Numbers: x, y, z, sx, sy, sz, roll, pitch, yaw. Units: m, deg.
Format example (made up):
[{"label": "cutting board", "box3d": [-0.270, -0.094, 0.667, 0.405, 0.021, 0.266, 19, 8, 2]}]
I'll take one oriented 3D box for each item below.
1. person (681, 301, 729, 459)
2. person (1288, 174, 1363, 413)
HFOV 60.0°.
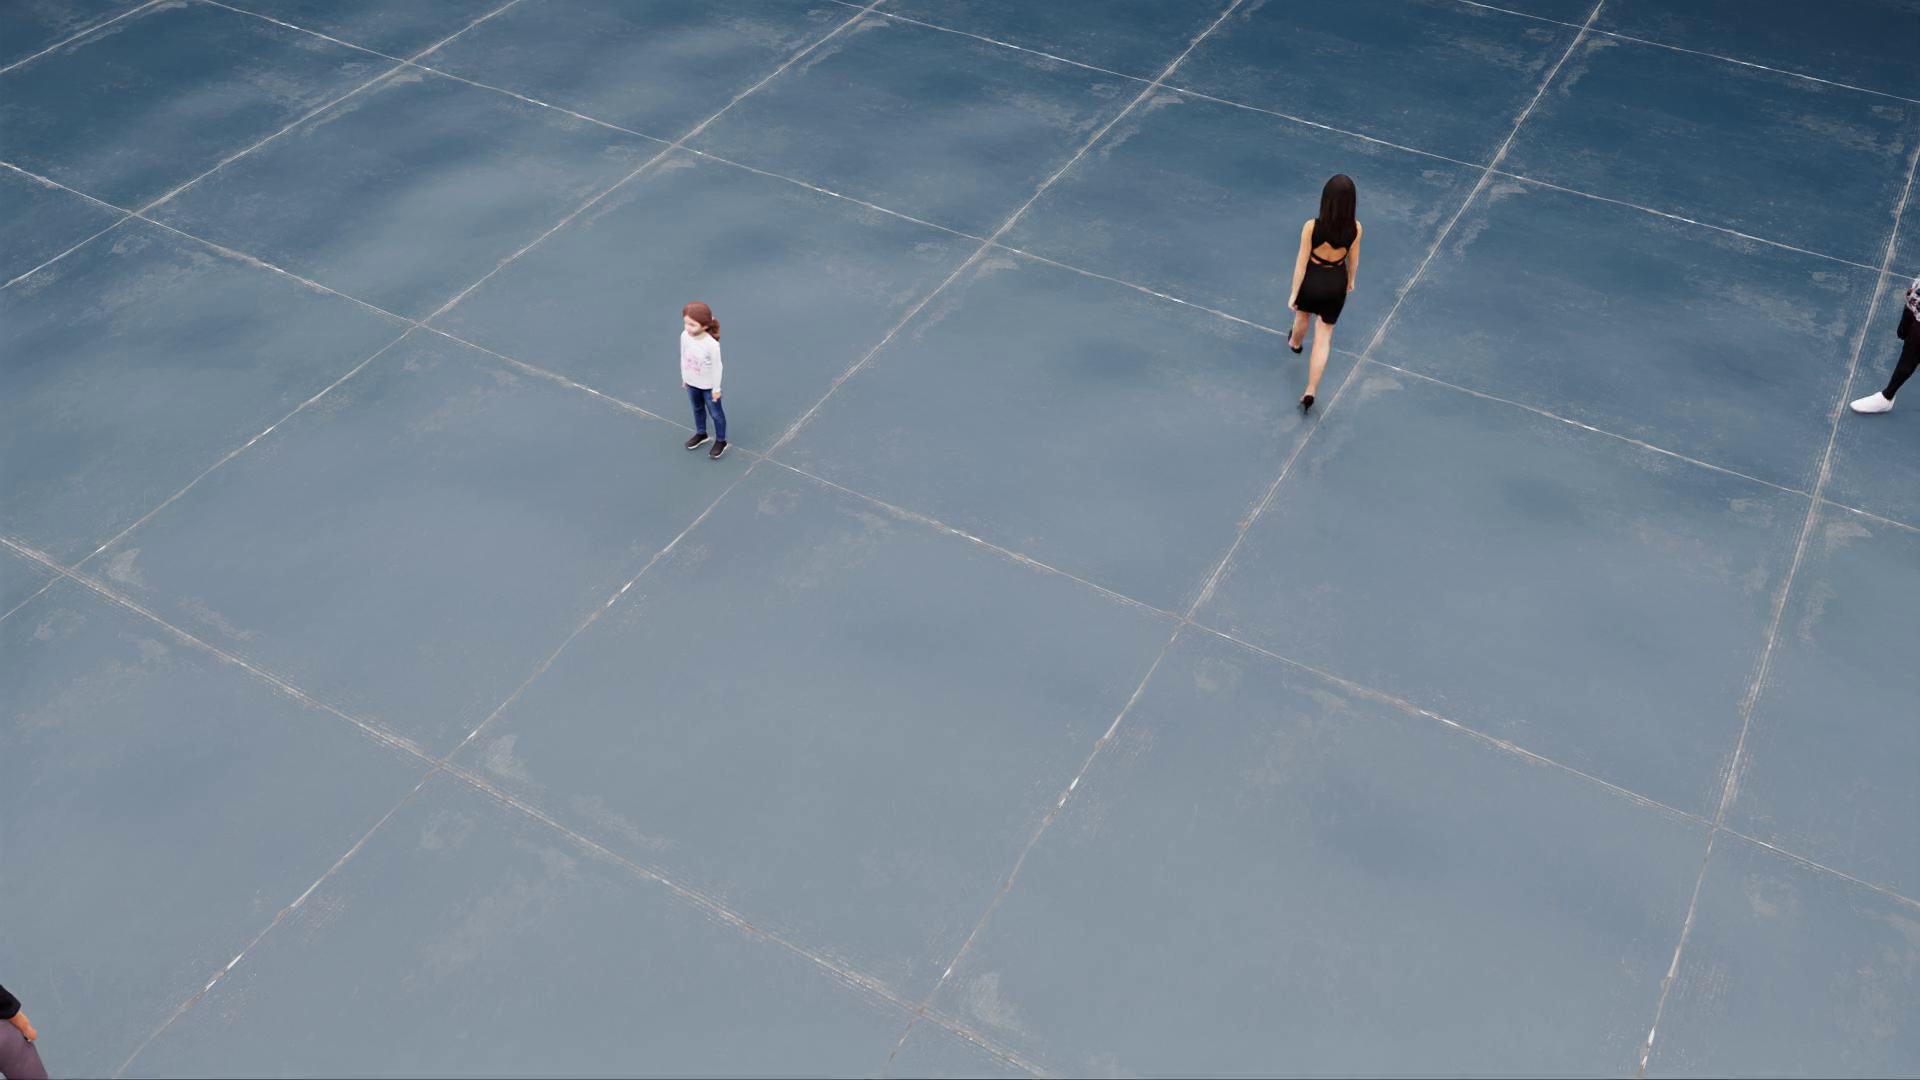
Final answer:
[{"label": "person", "box3d": [-1.630, -1.030, 10.535, 0.435, 1.110, 0.464, 21, 46, 22]}, {"label": "person", "box3d": [2.341, -1.534, 10.718, 0.903, 1.609, 1.115, 2, 42, 2]}]
